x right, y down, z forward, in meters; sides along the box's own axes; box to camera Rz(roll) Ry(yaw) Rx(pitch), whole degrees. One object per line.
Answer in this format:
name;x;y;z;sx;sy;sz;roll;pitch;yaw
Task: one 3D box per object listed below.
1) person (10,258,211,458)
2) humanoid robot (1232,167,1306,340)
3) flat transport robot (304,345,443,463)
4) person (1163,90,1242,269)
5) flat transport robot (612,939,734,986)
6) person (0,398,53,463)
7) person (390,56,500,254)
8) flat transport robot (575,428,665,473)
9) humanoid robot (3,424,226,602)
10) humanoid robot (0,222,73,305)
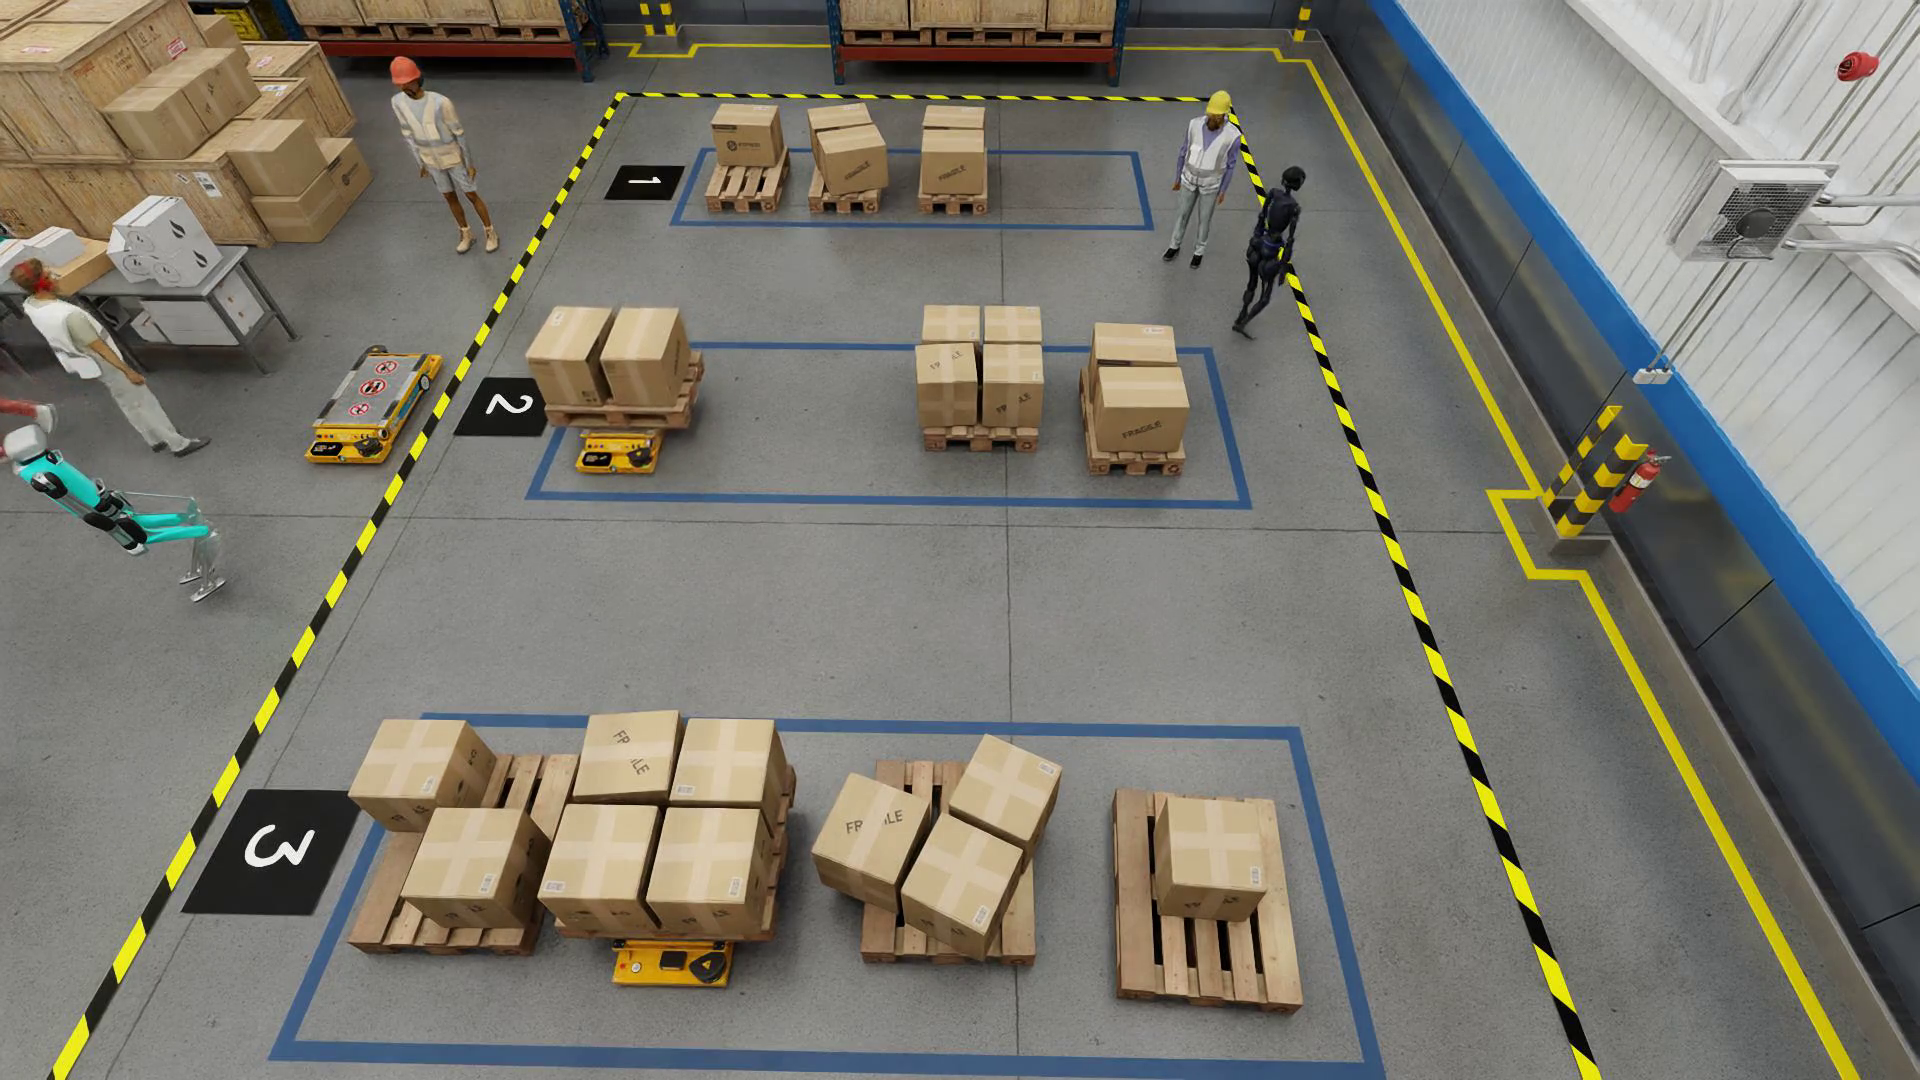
person;-7.056;-1.422;7.552;0.617;1.822;0.395;17;52;14
humanoid robot;2.899;-2.739;8.765;0.452;1.647;0.617;-13;51;-11
flat transport robot;-5.383;-1.269;8.441;0.659;0.231;1.431;1;50;1
person;2.495;-3.705;9.474;0.589;1.837;0.404;23;54;18
flat transport robot;-1.659;1.971;5.681;0.652;0.197;1.431;1;50;1
person;-8.391;-1.393;7.478;0.670;1.897;0.591;-22;53;-18
person;-5.386;-3.963;9.557;0.606;2.048;0.367;-1;50;-1
flat transport robot;-2.984;-1.183;8.349;0.652;0.197;1.431;1;50;1
humanoid robot;-5.798;-0.230;6.515;0.735;1.672;0.533;-36;58;-26
humanoid robot;-9.337;-2.904;8.866;0.825;1.766;0.554;4;50;3
